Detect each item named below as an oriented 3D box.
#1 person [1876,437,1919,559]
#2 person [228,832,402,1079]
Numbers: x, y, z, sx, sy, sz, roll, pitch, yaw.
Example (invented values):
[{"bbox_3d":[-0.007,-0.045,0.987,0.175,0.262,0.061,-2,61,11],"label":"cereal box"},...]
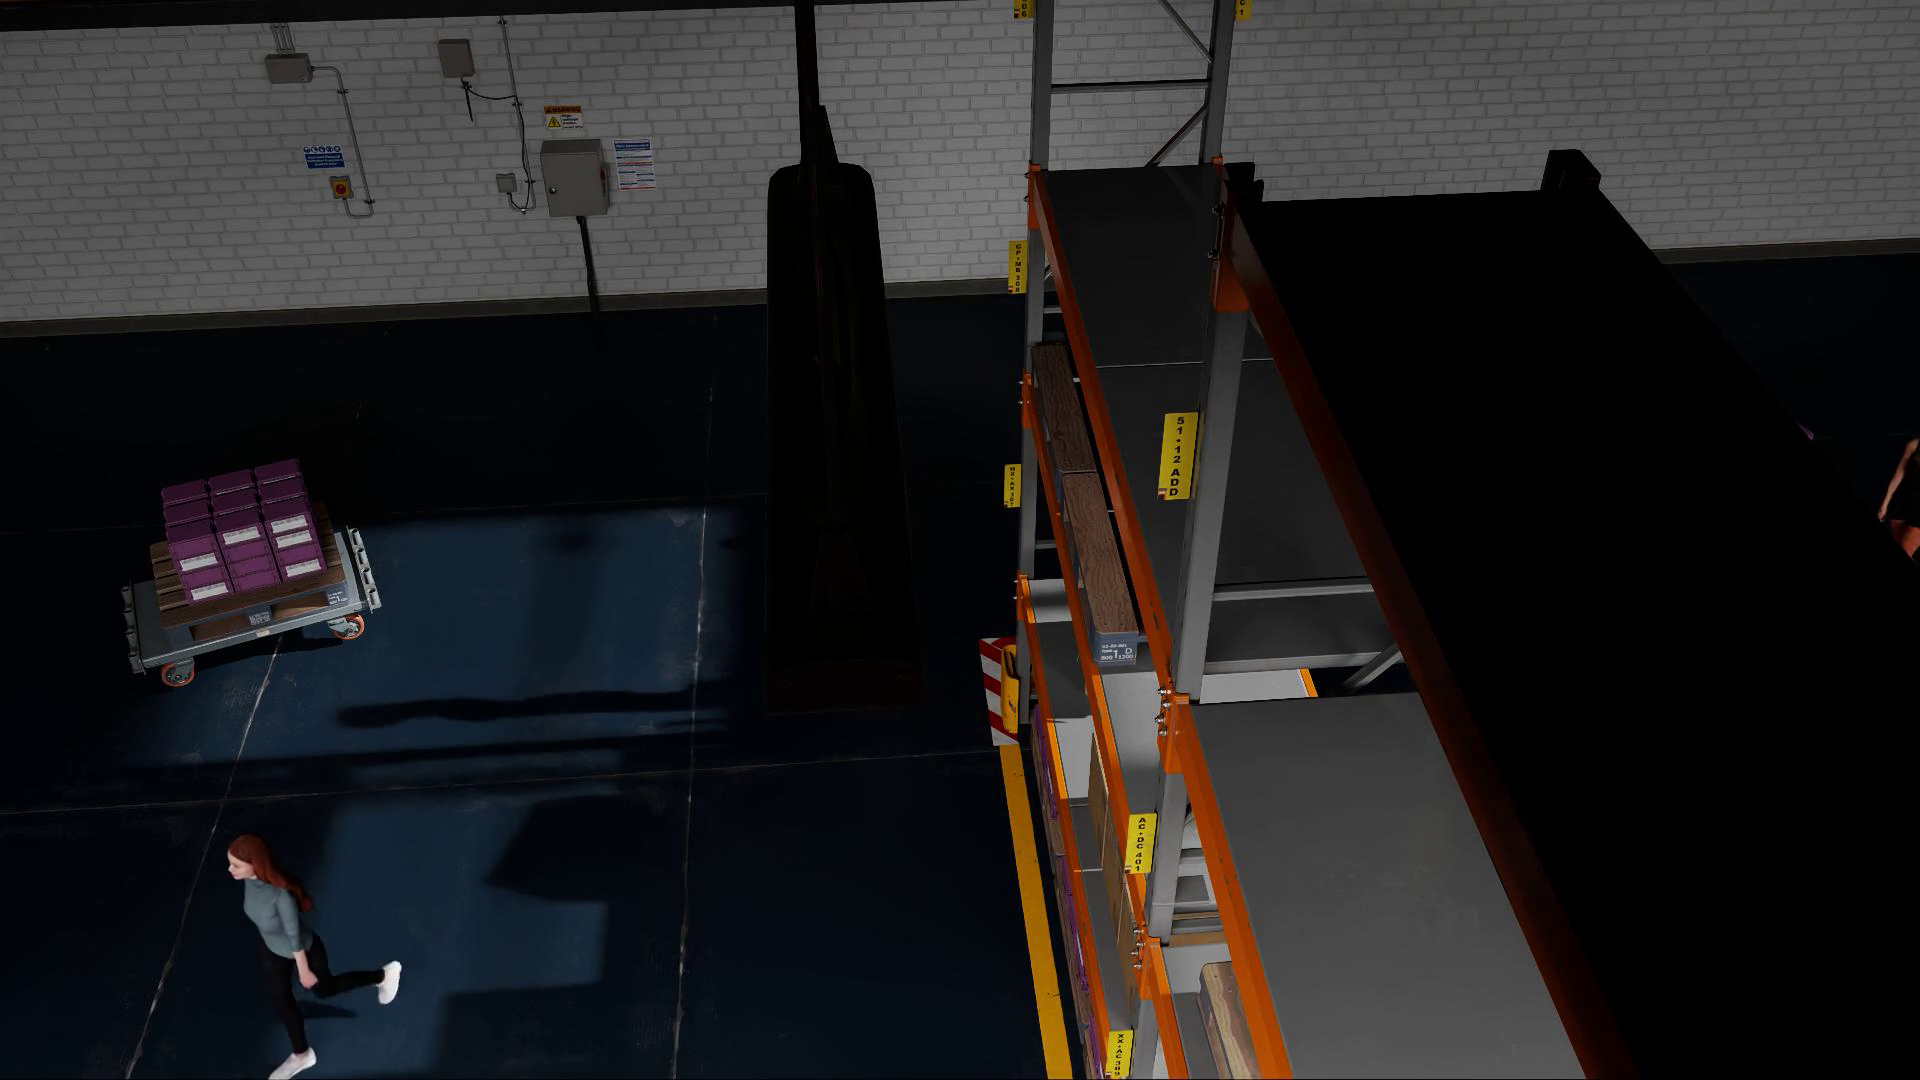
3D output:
[{"bbox_3d":[6.864,-0.281,11.875,0.917,1.656,0.921,-26,45,-29],"label":"person"},{"bbox_3d":[-3.450,2.136,8.800,1.058,1.717,1.105,29,47,31],"label":"person"}]
